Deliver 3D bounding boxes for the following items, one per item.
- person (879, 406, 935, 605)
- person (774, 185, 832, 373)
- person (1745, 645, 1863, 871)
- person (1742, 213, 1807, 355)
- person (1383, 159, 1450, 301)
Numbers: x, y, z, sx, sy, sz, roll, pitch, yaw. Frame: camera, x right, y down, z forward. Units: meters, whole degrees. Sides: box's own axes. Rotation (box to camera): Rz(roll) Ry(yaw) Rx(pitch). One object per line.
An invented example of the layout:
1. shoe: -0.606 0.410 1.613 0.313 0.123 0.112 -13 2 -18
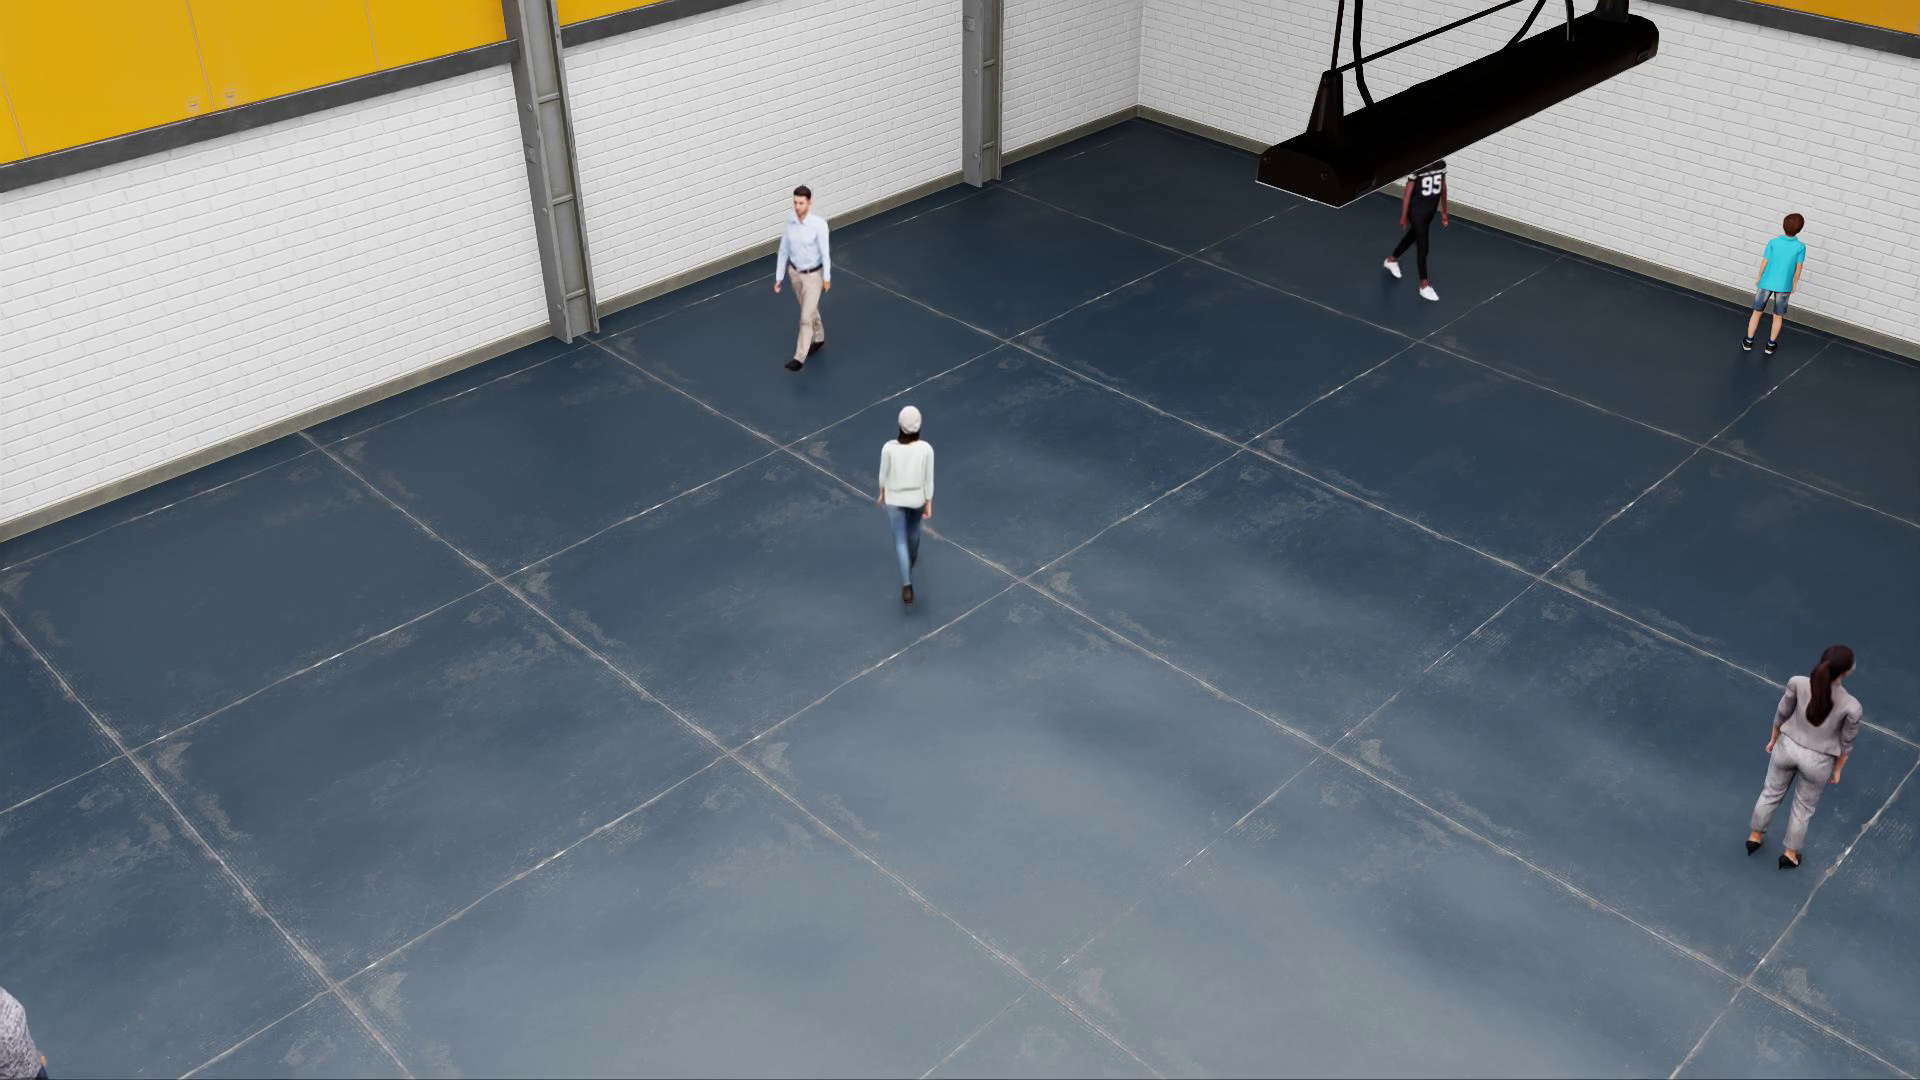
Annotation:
1. person: -0.417 -0.263 12.905 1.085 1.611 1.078 -3 34 -5
2. person: -1.462 -2.602 16.243 0.853 1.811 1.203 17 37 24
3. person: 5.272 1.360 10.402 0.611 1.677 0.557 28 43 35
4. person: 8.103 -2.560 16.506 0.579 1.449 0.566 15 36 21
5. person: 4.857 -3.489 17.693 1.179 1.683 0.923 -16 37 -23
